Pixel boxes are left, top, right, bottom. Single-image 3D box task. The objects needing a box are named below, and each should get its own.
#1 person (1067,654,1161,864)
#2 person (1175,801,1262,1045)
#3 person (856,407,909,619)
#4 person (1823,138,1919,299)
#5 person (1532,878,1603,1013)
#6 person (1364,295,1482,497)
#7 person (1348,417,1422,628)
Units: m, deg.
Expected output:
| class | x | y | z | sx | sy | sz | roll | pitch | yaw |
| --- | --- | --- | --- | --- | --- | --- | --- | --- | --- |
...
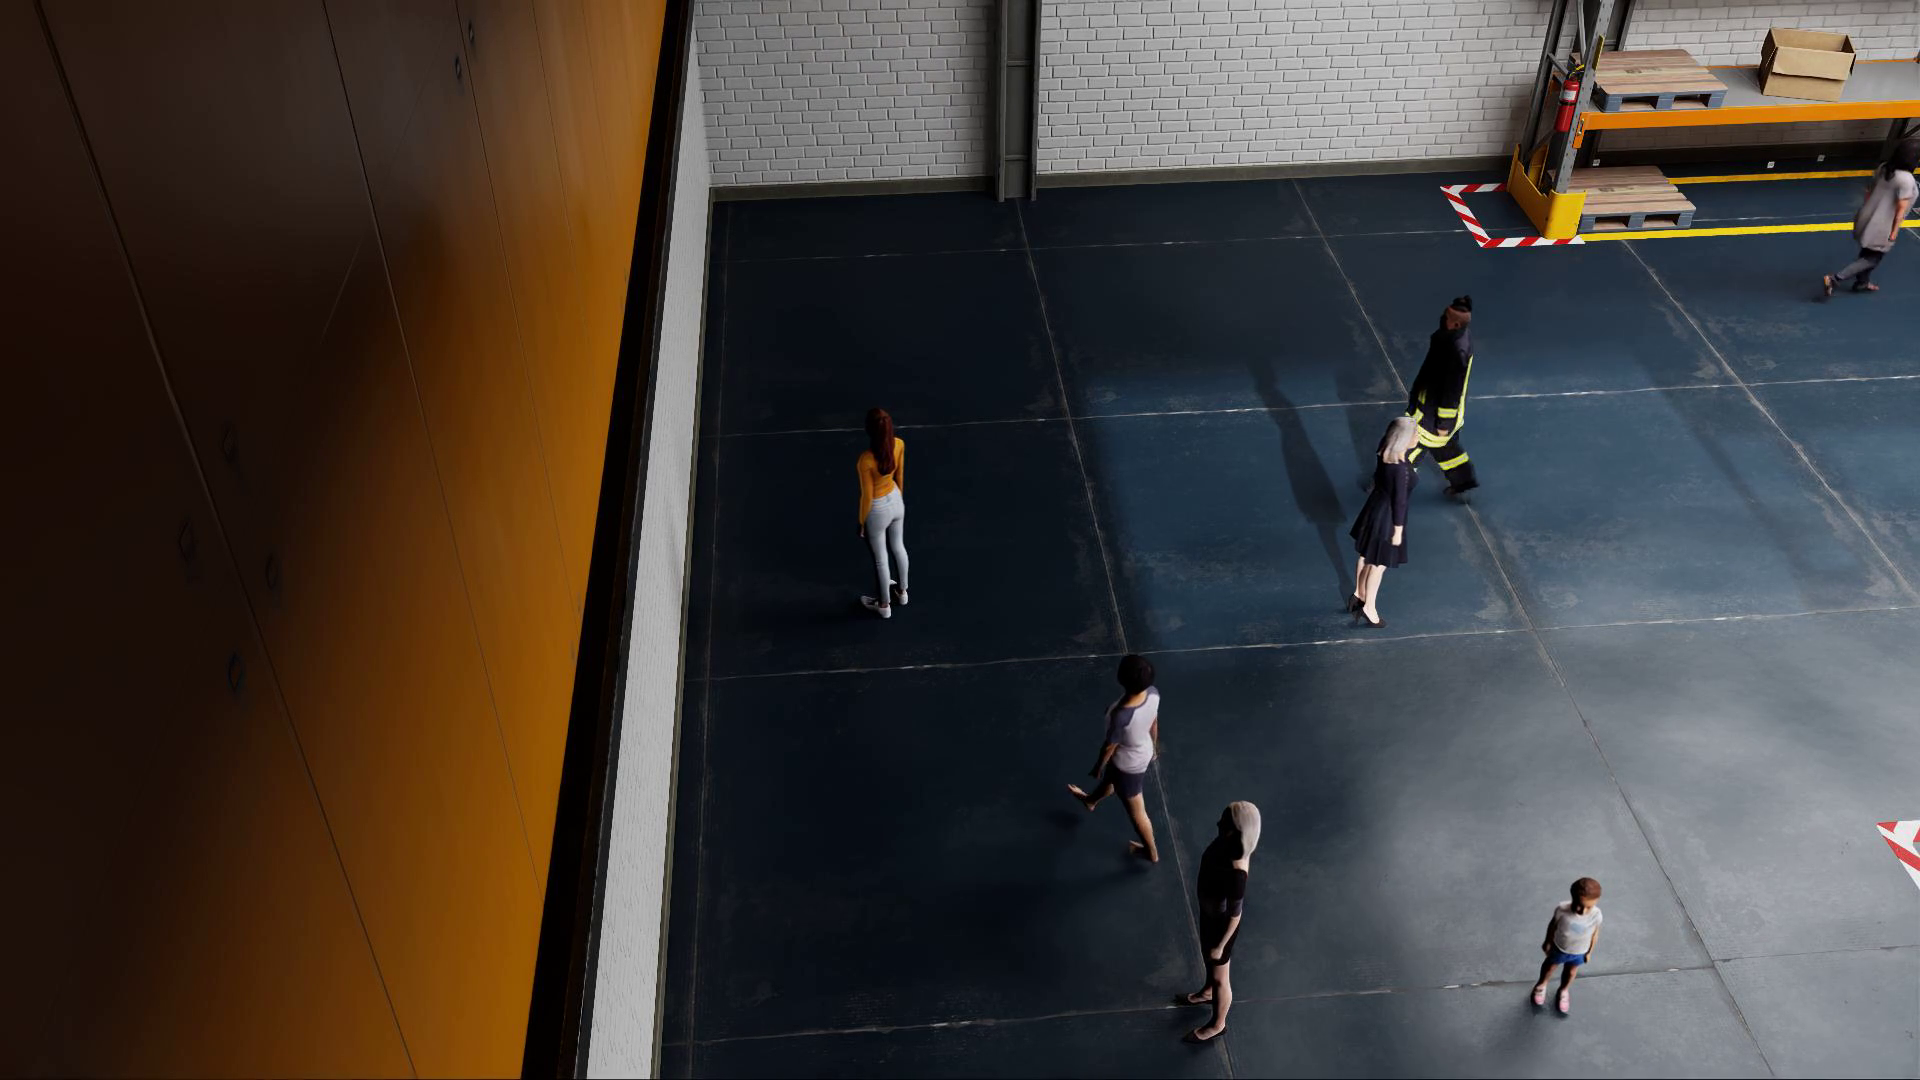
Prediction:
| class | x | y | z | sx | sy | sz | roll | pitch | yaw |
| --- | --- | --- | --- | --- | --- | --- | --- | --- | --- |
| person | 1.078 | 1.354 | 10.062 | 1.045 | 1.517 | 0.989 | 27 | 46 | 30 |
| person | 1.400 | 2.043 | 8.949 | 0.524 | 1.830 | 0.596 | 0 | 39 | 0 |
| person | -0.549 | -0.200 | 11.822 | 0.737 | 1.749 | 0.664 | 31 | 48 | 33 |
| person | 8.444 | -2.951 | 15.398 | 0.928 | 1.586 | 0.638 | -5 | 39 | -6 |
| person | 3.433 | 2.249 | 9.341 | 0.427 | 1.019 | 0.524 | 10 | 40 | 12 |
| person | 3.772 | -1.048 | 12.814 | 1.230 | 1.838 | 0.976 | 8 | 39 | 10 |
| person | 3.014 | -0.143 | 11.753 | 0.552 | 1.746 | 0.589 | -4 | 39 | -5 |
